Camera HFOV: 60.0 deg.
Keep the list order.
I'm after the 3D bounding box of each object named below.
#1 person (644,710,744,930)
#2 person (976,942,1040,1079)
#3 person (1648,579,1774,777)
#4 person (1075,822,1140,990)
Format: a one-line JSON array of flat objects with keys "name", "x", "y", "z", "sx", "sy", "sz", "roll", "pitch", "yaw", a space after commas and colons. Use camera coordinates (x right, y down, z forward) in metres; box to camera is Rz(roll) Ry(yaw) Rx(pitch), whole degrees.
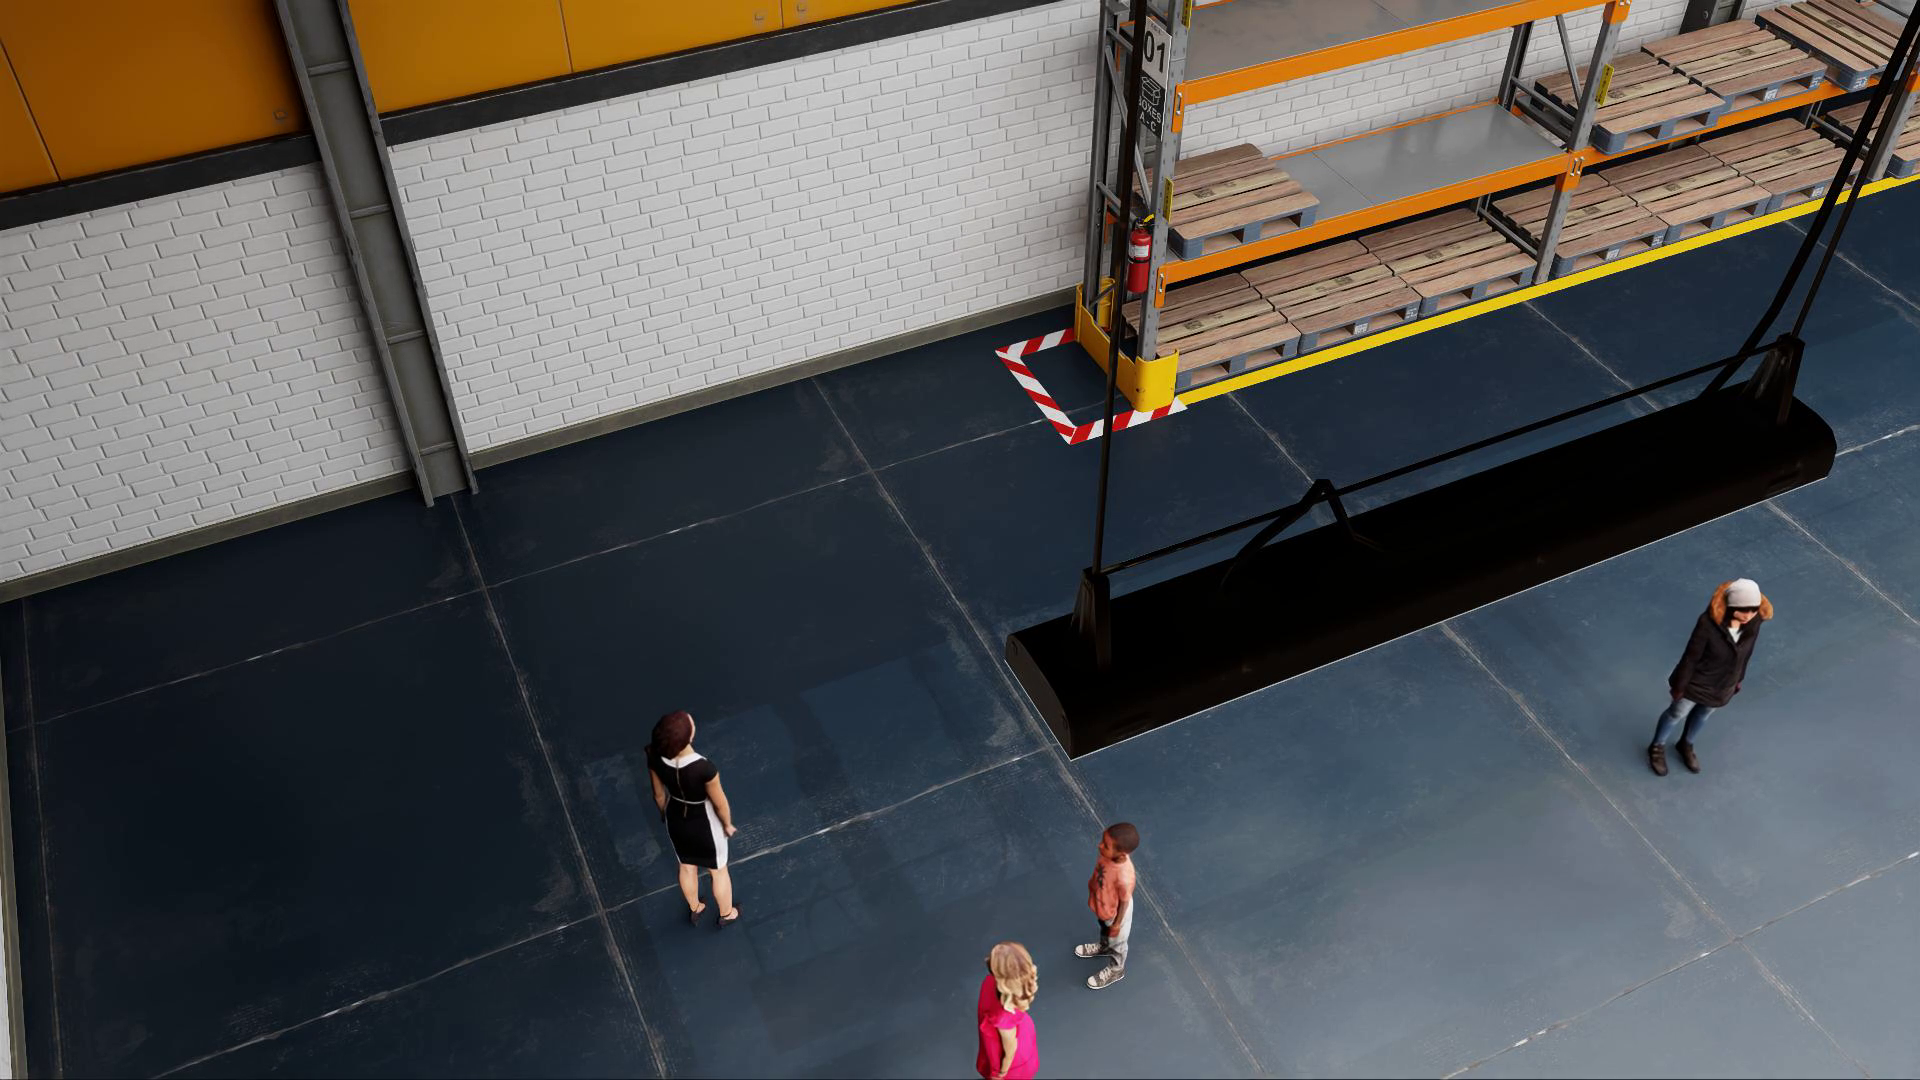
[{"name": "person", "x": -1.475, "y": 1.589, "z": 9.271, "sx": 0.635, "sy": 1.795, "sz": 0.705, "roll": 13, "pitch": 45, "yaw": 13}, {"name": "person", "x": 0.256, "y": 2.523, "z": 8.339, "sx": 0.697, "sy": 1.728, "sz": 0.664, "roll": 6, "pitch": 44, "yaw": 6}, {"name": "person", "x": 4.583, "y": 0.816, "z": 10.200, "sx": 0.608, "sy": 1.633, "sz": 0.736, "roll": -7, "pitch": 44, "yaw": -7}, {"name": "person", "x": 0.851, "y": 1.993, "z": 9.198, "sx": 0.519, "sy": 1.311, "sz": 0.515, "roll": -10, "pitch": 44, "yaw": -10}]
